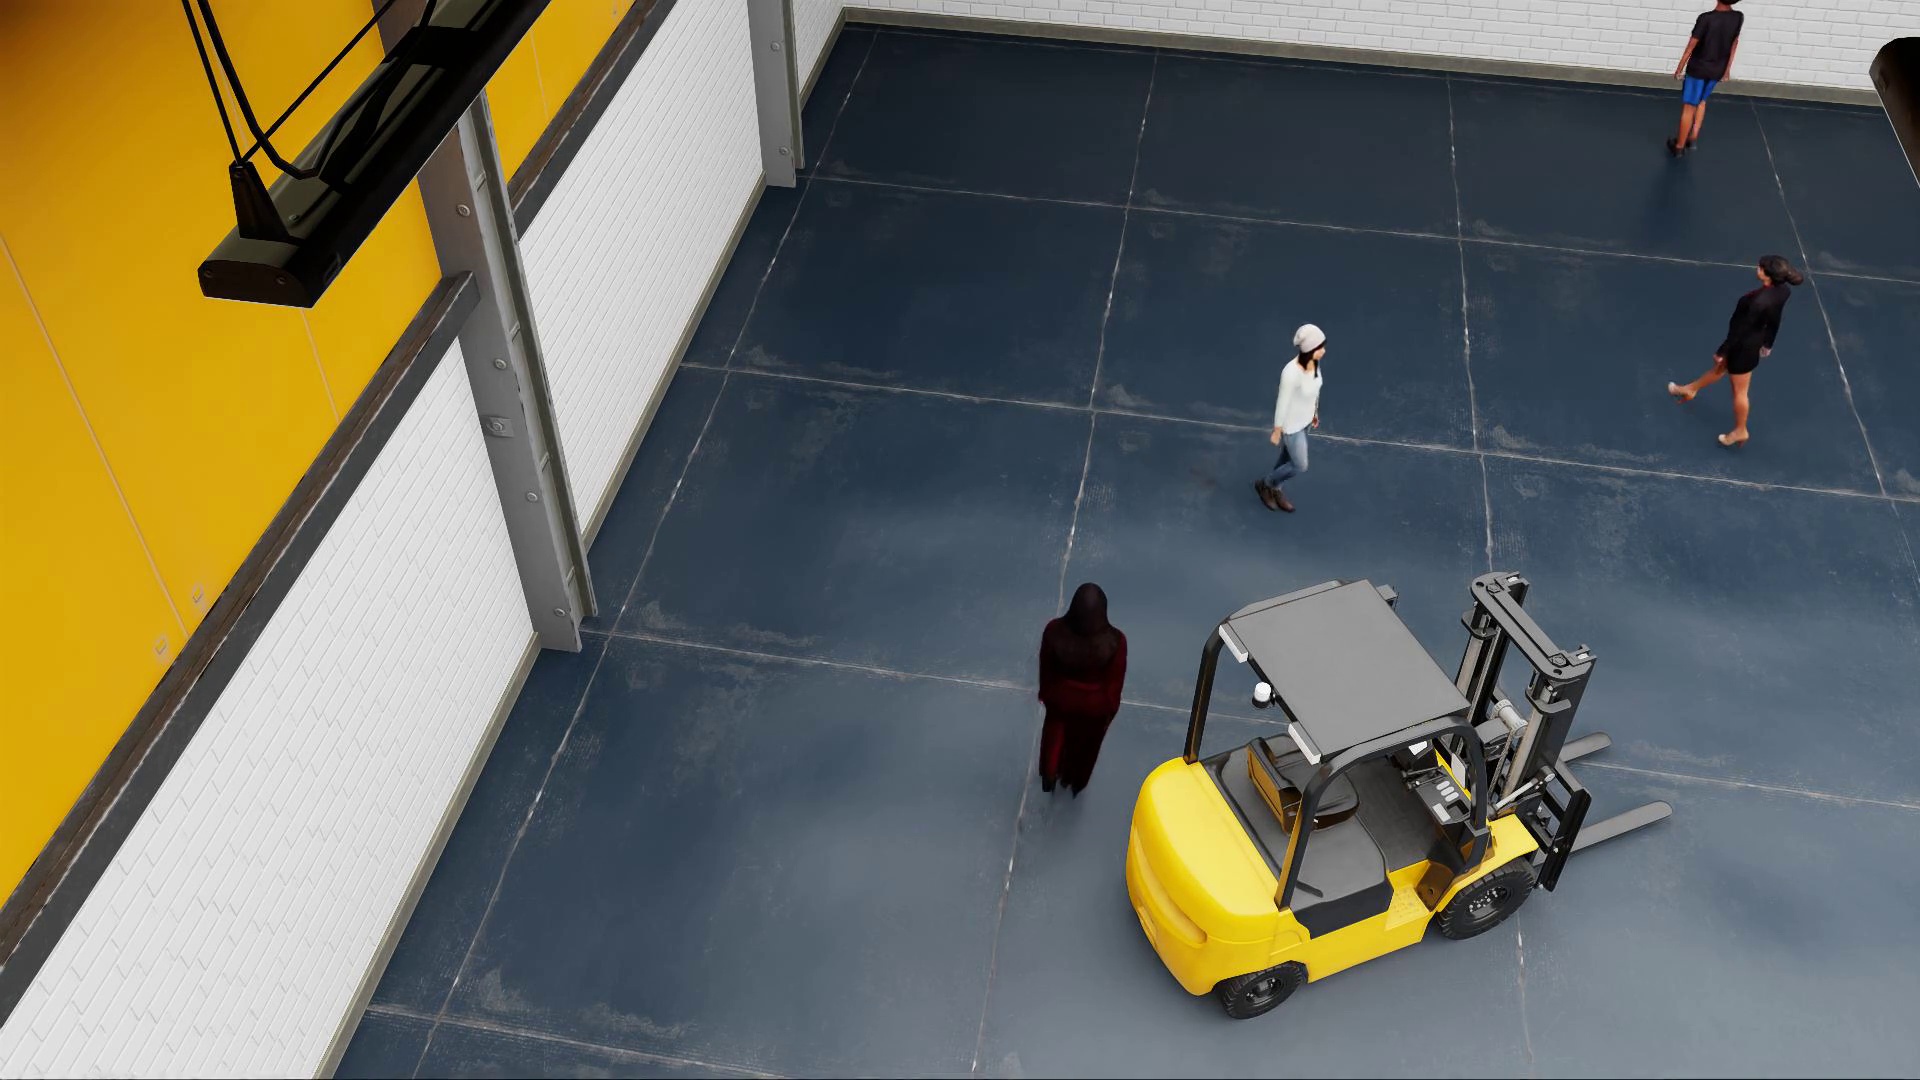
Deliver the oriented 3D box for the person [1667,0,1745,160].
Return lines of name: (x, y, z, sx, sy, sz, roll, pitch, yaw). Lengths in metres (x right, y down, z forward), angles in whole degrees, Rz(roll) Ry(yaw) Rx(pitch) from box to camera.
person: (6.927, -4.321, 15.367, 0.703, 1.789, 0.702, -3, 44, -3)

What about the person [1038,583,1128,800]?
person: (0.693, 0.980, 9.830, 0.701, 1.751, 0.733, 12, 45, 12)

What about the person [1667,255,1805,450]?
person: (5.909, -1.364, 12.398, 1.011, 1.603, 1.009, -30, 51, -28)

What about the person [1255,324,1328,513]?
person: (2.323, -0.883, 11.868, 0.744, 1.639, 0.670, 26, 49, 25)
